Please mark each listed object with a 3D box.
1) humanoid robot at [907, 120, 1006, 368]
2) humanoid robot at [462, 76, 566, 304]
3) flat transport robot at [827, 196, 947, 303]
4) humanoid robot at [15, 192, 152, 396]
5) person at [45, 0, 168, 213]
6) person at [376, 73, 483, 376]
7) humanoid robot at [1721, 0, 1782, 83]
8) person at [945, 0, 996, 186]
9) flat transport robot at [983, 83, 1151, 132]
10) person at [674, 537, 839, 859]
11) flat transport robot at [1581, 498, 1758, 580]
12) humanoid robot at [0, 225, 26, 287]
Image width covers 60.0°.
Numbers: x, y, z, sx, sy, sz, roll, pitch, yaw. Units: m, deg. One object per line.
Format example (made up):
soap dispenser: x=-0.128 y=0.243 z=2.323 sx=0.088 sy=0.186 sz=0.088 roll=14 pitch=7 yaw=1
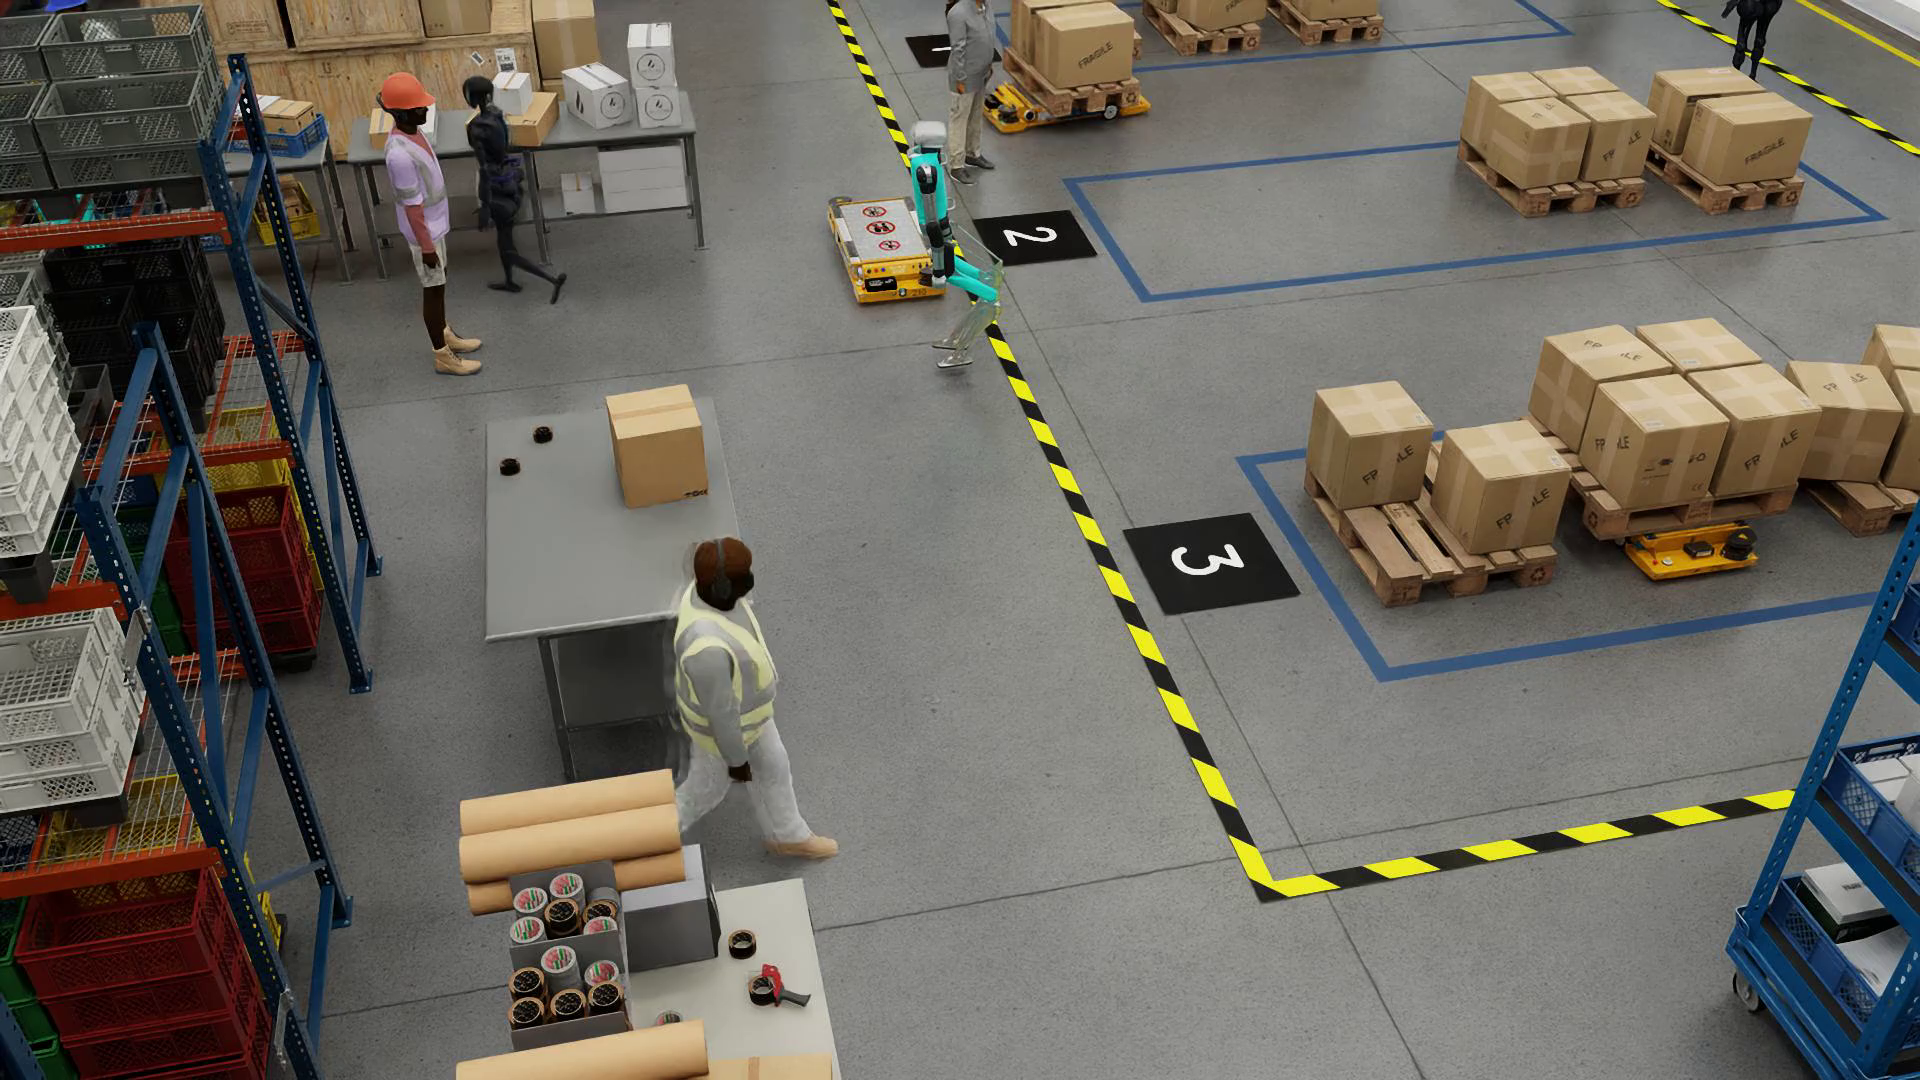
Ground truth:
humanoid robot: x=0.035 y=-1.904 z=10.774 sx=0.735 sy=1.673 sz=0.533 roll=-2 pitch=37 yaw=-2
humanoid robot: x=-3.147 y=-2.458 z=11.691 sx=0.634 sy=1.636 sz=0.583 roll=1 pitch=37 yaw=2
flat transport robot: x=-0.570 y=-2.220 z=12.538 sx=0.659 sy=0.231 sz=1.431 roll=-8 pitch=37 yaw=-10
humanoid robot: x=-5.266 y=-1.406 z=10.129 sx=0.531 sy=1.690 sz=0.735 roll=-14 pitch=39 yaw=-18
person: x=-6.414 y=-3.267 z=12.559 sx=0.617 sy=1.933 sz=0.439 roll=28 pitch=45 yaw=32
person: x=-3.447 y=-2.043 z=10.816 sx=0.372 sy=2.044 sz=0.604 roll=-6 pitch=37 yaw=-9
humanoid robot: x=7.166 y=-4.881 z=14.923 sx=0.599 sy=1.655 sz=0.315 roll=-15 pitch=39 yaw=-19
person: x=0.079 y=-3.771 z=13.363 sx=0.396 sy=1.769 sz=0.563 roll=18 pitch=40 yaw=23
flat transport robot: x=0.922 y=-3.935 z=14.819 sx=1.431 sy=0.197 sz=0.652 roll=-12 pitch=38 yaw=-16
person: x=-1.065 y=0.757 z=7.254 sx=0.913 sy=1.804 sz=0.630 roll=1 pitch=37 yaw=1
flat transport robot: x=4.062 y=-0.294 z=9.926 sx=0.652 sy=0.197 sz=1.431 roll=-8 pitch=37 yaw=-10
humanoid robot: x=-6.156 y=-1.939 z=10.946 sx=0.573 sy=1.752 sz=0.996 roll=18 pitch=40 yaw=23
